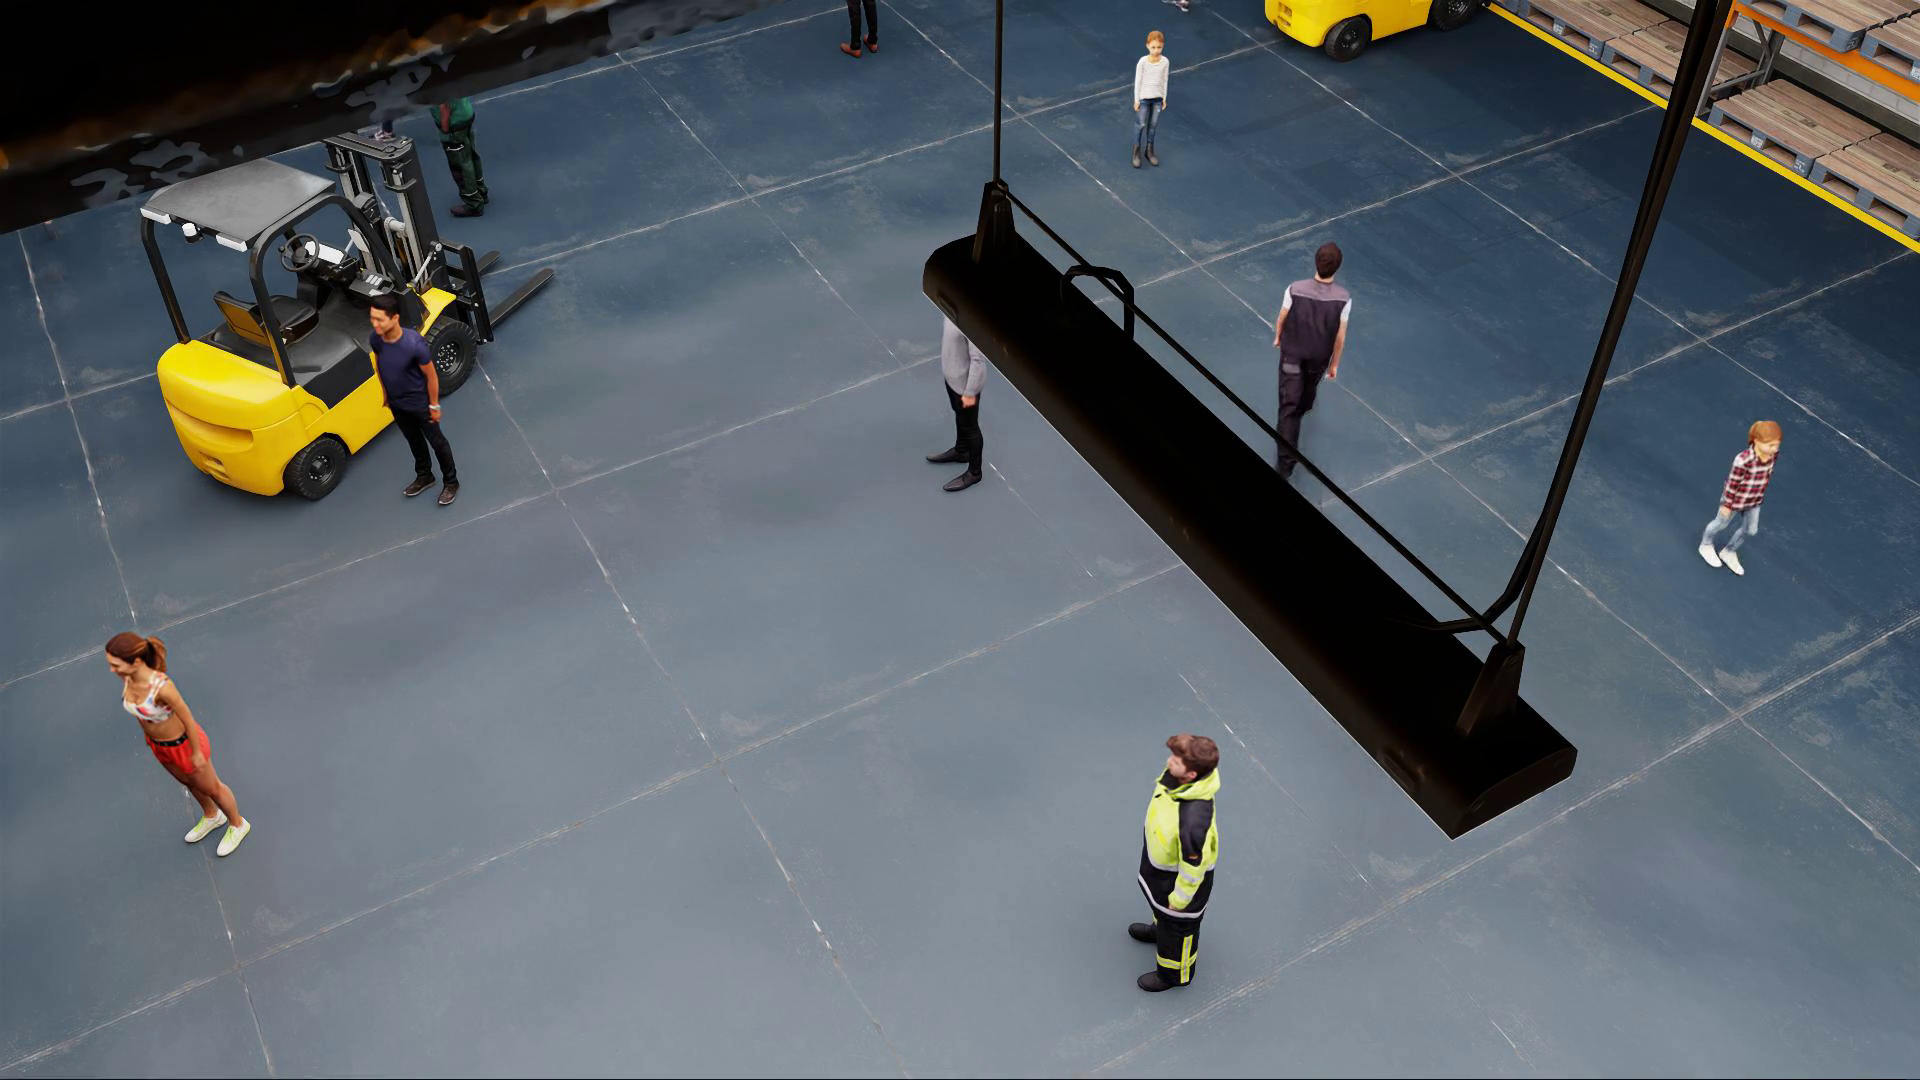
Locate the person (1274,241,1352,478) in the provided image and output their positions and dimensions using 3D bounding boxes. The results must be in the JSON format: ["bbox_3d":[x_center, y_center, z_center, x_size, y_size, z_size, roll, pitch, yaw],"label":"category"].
[{"bbox_3d":[2.524,-1.282,12.184,1.114,1.788,1.280,4,44,5],"label":"person"}]

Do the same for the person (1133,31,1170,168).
[{"bbox_3d":[1.770,-4.121,15.507,0.530,1.316,0.571,-8,44,-9],"label":"person"}]

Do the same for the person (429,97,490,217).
[{"bbox_3d":[-4.482,-3.730,14.717,0.845,1.839,0.741,3,44,3],"label":"person"}]

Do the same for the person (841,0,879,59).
[{"bbox_3d":[-1.033,-5.839,16.899,0.716,1.884,0.580,-26,50,-25],"label":"person"}]

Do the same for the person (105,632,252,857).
[{"bbox_3d":[-4.522,1.166,9.613,0.635,1.789,0.732,20,47,20],"label":"person"}]

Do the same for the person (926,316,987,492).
[{"bbox_3d":[0.038,-1.216,12.017,0.843,1.923,0.640,-13,45,-13],"label":"person"}]

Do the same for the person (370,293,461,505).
[{"bbox_3d":[-3.921,-1.025,11.911,0.686,1.793,0.775,15,46,15],"label":"person"}]

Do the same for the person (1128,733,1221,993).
[{"bbox_3d":[1.180,1.710,8.903,0.926,1.983,0.780,-2,44,-2],"label":"person"}]

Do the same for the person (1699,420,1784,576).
[{"bbox_3d":[5.400,-0.359,11.573,0.596,1.294,0.628,-13,45,-13],"label":"person"}]
